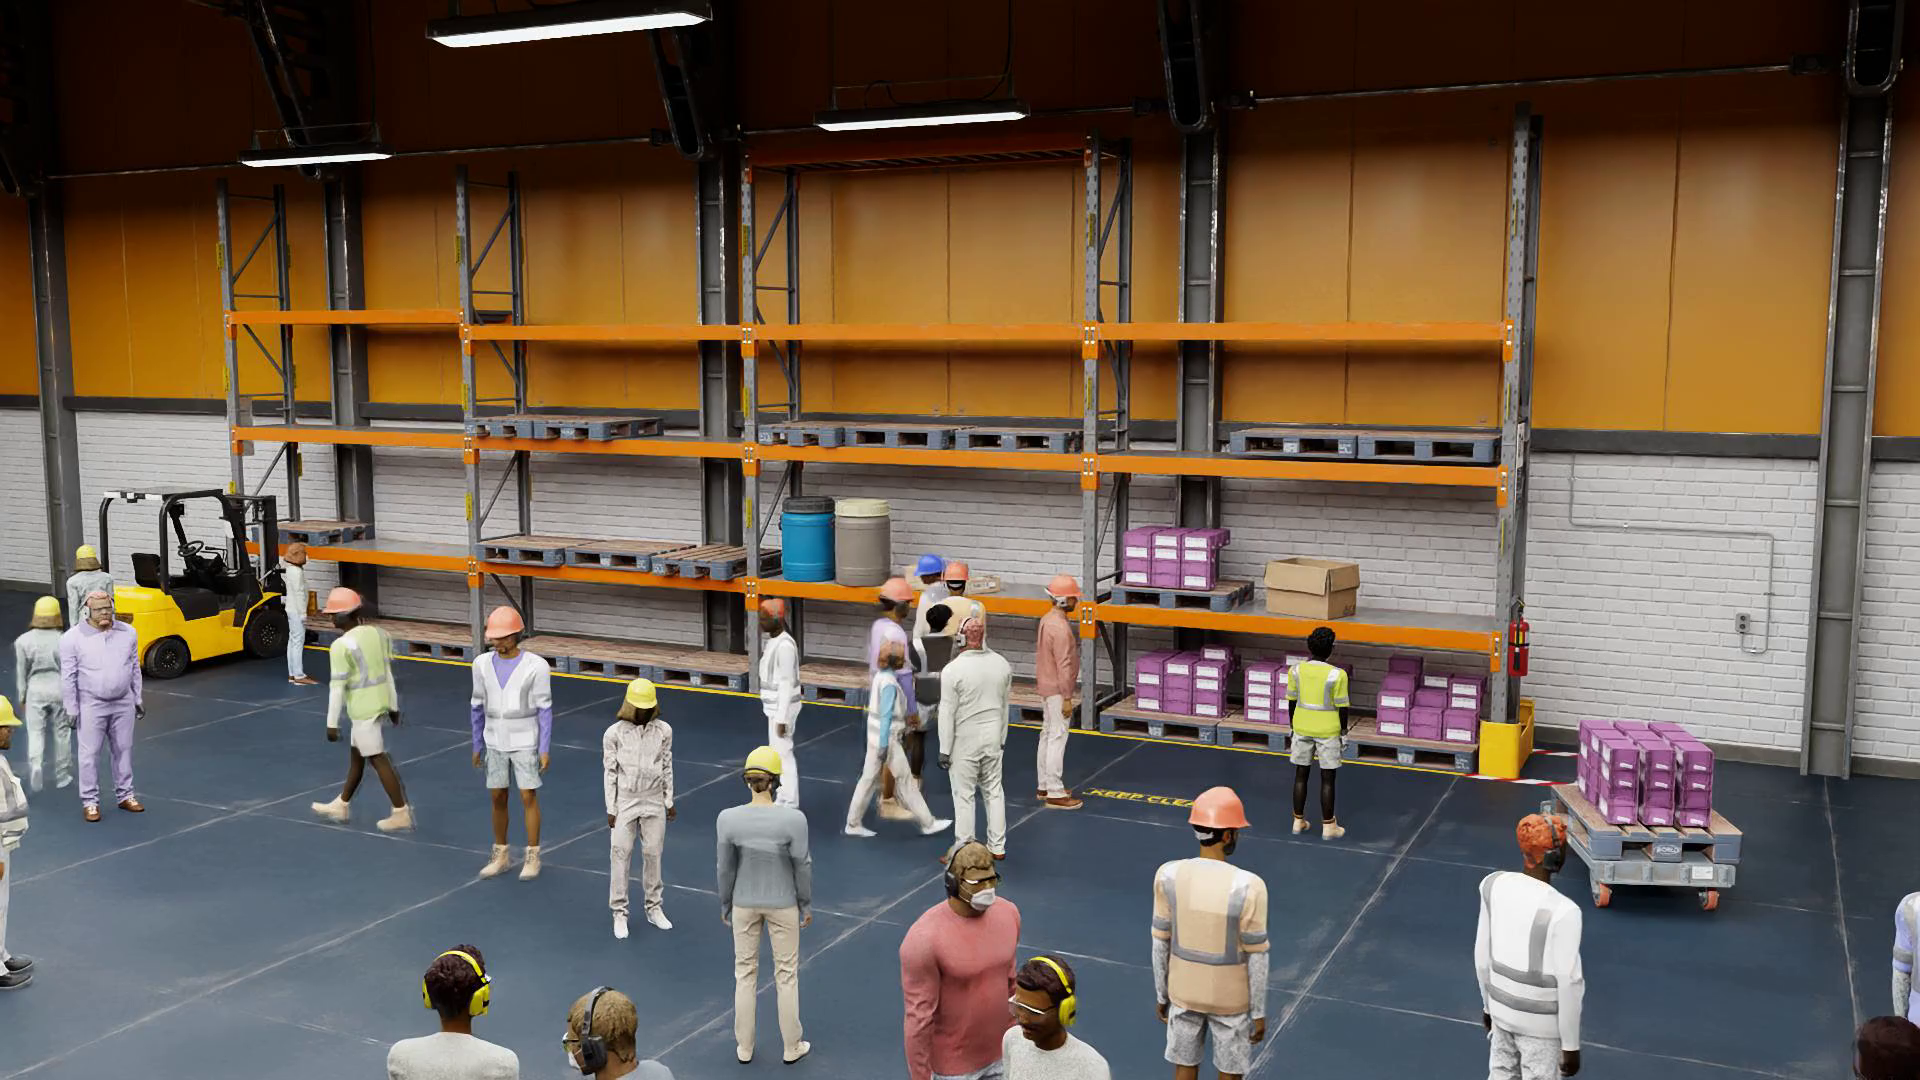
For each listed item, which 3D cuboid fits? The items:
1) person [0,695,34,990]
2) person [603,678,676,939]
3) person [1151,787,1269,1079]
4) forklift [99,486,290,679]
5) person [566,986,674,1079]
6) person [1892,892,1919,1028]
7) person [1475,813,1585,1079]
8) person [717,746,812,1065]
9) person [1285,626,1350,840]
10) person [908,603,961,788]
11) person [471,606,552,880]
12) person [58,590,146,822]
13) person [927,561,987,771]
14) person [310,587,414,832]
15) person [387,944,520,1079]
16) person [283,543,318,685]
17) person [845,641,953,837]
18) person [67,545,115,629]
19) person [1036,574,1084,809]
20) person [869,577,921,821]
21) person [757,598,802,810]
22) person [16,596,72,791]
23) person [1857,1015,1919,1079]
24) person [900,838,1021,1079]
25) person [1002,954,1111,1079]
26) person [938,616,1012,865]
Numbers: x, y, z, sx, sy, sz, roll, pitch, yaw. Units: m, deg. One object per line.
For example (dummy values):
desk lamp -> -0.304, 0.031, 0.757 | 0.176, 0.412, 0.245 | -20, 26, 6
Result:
person -> -5.928, 1.851, 10.195 | 0.403, 1.818, 0.601 | -4, 8, -31
person -> -2.133, 1.777, 11.126 | 0.484, 1.736, 0.309 | -4, 8, -30
person -> 1.161, 2.096, 7.687 | 0.548, 1.931, 0.381 | 4, 8, 27
forklift -> -9.426, 0.454, 20.179 | 1.214, 2.155, 2.313 | 3, 8, 26
person -> -1.101, 2.383, 5.360 | 0.392, 1.928, 0.632 | 1, 7, 11
person -> 4.314, 2.156, 7.176 | 0.366, 1.935, 0.546 | -4, 8, -32
person -> 2.552, 2.149, 7.449 | 0.354, 1.881, 0.576 | -3, 8, -25
person -> -1.069, 2.006, 9.149 | 0.524, 1.760, 0.327 | 1, 7, 5
person -> 2.863, 1.533, 13.296 | 0.540, 1.695, 0.317 | 5, 9, 38
person -> -0.222, 1.392, 14.565 | 0.619, 1.676, 0.457 | -2, 7, -19
person -> -3.310, 1.493, 12.224 | 0.614, 2.038, 0.395 | 1, 7, 9
person -> -7.107, 1.364, 13.837 | 0.409, 1.907, 0.651 | 6, 9, 38
person -> -0.032, 1.162, 15.392 | 0.551, 1.932, 0.377 | 0, 7, -4
person -> -4.888, 1.373, 13.421 | 1.025, 1.985, 0.616 | 1, 7, 11
person -> -1.743, 2.345, 5.885 | 0.508, 1.872, 0.329 | 1, 7, 7
person -> -7.638, 0.848, 19.209 | 0.278, 1.634, 0.498 | -5, 8, -33
person -> -0.523, 1.594, 13.223 | 0.868, 1.592, 0.528 | -1, 7, -11
person -> -9.495, 0.923, 18.189 | 0.319, 1.734, 0.483 | 6, 9, 42
person -> 0.852, 1.279, 14.176 | 0.396, 1.992, 0.623 | -1, 7, -11
person -> -0.513, 1.324, 13.702 | 0.455, 2.031, 0.669 | -2, 7, -14
person -> -1.485, 1.403, 13.642 | 0.361, 1.877, 0.589 | -2, 7, -15
person -> -8.008, 1.358, 14.595 | 0.489, 1.728, 0.609 | -2, 7, -20
person -> 2.769, 2.422, 5.181 | 0.697, 1.893, 0.626 | -5, 9, -37
person -> 0.030, 2.182, 6.939 | 0.637, 1.938, 0.355 | -7, 10, -44
person -> 0.313, 2.355, 5.849 | 0.327, 1.862, 0.511 | -6, 9, -42
person -> 0.088, 1.521, 12.600 | 0.641, 1.898, 0.395 | -6, 9, -39
